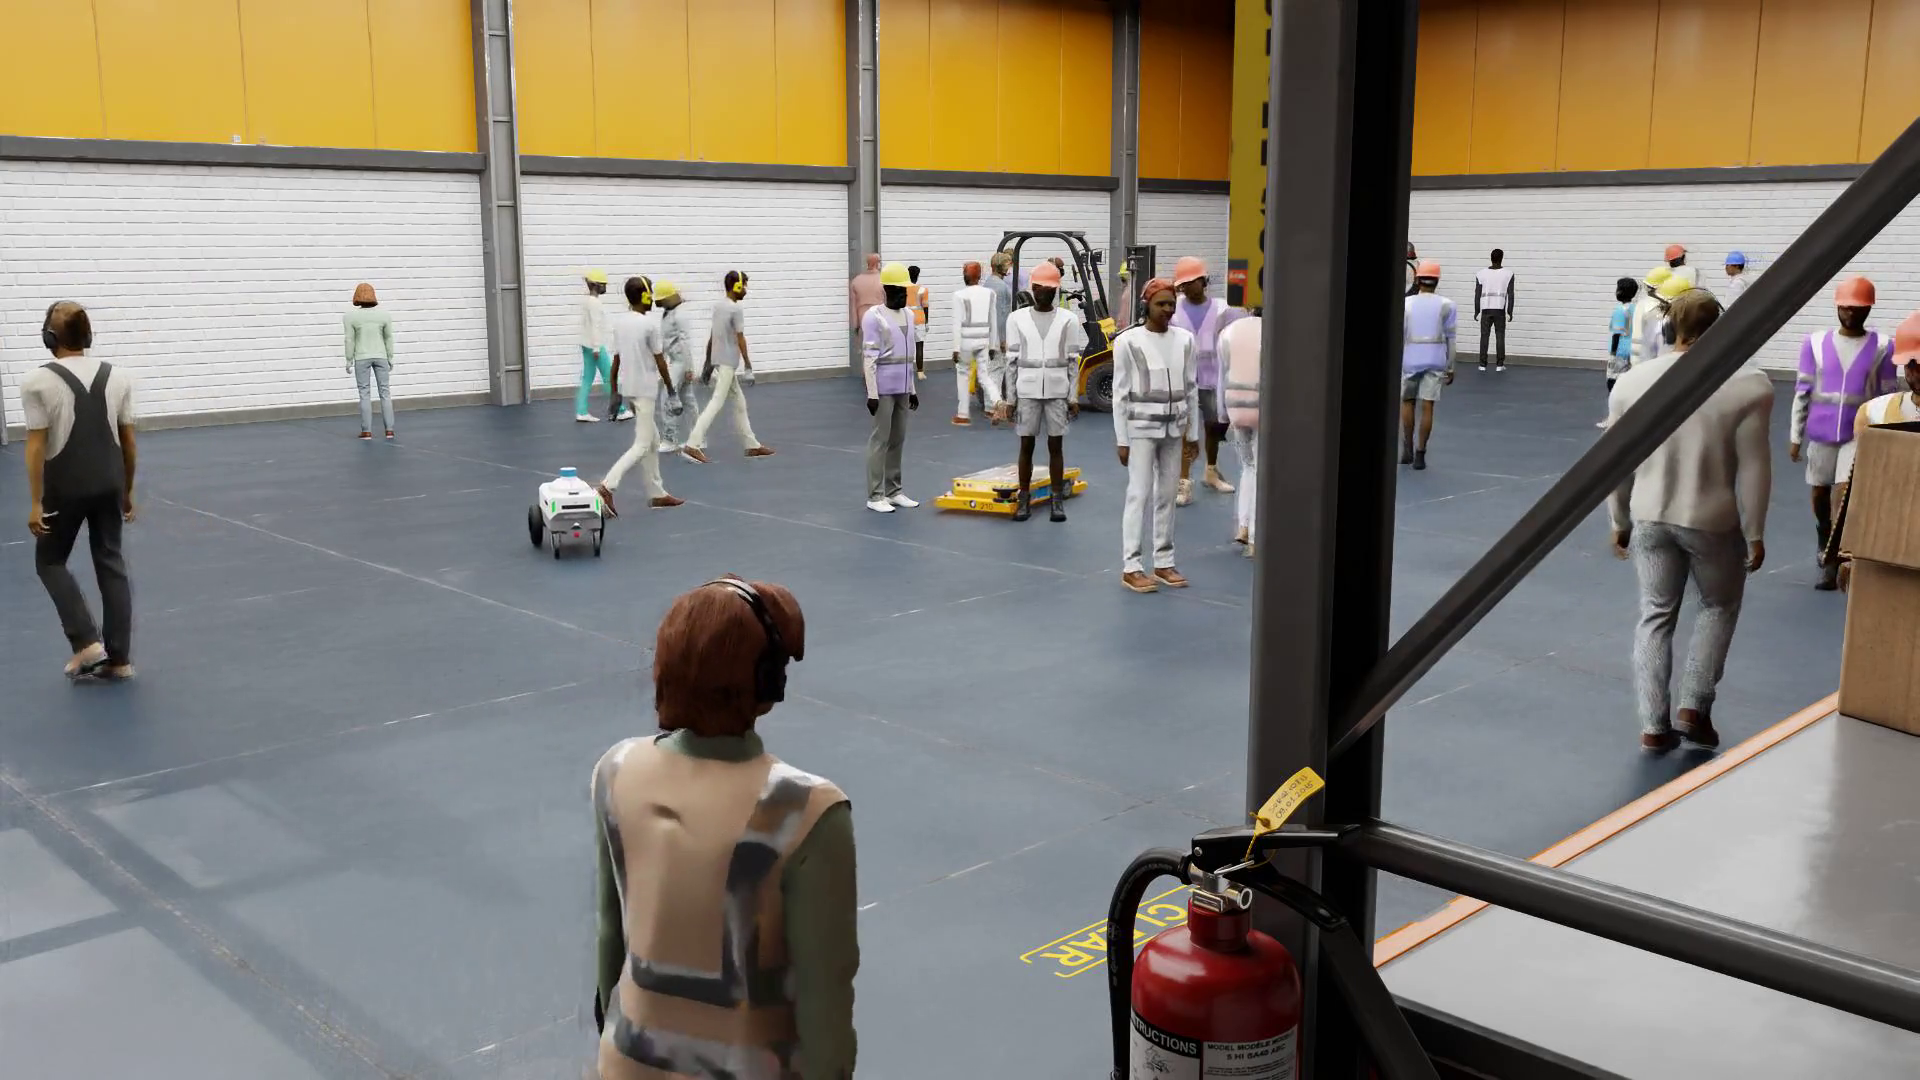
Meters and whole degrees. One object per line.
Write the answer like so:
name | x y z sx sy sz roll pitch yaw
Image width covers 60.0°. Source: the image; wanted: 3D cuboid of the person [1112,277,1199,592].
person | 1.184 -0.633 10.039 0.576 1.882 0.380 -5 12 -27

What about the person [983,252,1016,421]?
person | 0.442 -2.342 19.191 0.359 1.938 0.635 -2 11 -11

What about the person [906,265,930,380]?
person | -0.701 -3.211 24.619 0.530 1.689 0.321 4 11 20

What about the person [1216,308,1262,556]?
person | 2.045 -0.803 11.119 0.652 1.823 0.523 10 14 43

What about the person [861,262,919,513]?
person | -0.512 -1.182 12.898 0.384 1.924 0.593 7 12 34

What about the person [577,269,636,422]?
person | -4.066 -2.207 18.984 0.731 1.733 0.550 -5 11 -25

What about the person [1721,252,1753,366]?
person | 10.026 -2.807 21.810 0.957 1.900 0.644 5 11 24

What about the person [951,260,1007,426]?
person | 0.185 -2.163 18.448 0.580 1.867 0.728 -7 12 -33

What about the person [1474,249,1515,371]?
person | 8.433 -3.630 26.275 0.595 1.917 0.373 4 11 20

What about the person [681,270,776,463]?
person | -2.225 -1.643 15.749 1.008 1.816 0.581 -6 12 -32

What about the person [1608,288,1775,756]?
person | 2.973 -0.065 6.822 0.644 1.919 0.463 8 13 36

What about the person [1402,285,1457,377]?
person | 7.021 -3.233 25.012 0.871 1.582 0.521 4 11 20

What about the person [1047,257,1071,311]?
person | 1.236 -2.782 21.857 0.429 1.845 0.621 -2 11 -9

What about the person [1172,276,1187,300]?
person | 2.787 -2.570 21.282 0.376 1.636 0.534 5 12 26

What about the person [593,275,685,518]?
person | -2.502 -1.106 12.743 0.506 1.842 0.881 10 14 43

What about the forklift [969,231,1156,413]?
forklift | 1.222 -2.721 20.561 2.313 2.155 1.214 2 11 13

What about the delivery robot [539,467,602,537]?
delivery robot | -2.653 -0.249 11.301 0.477 0.478 0.707 -4 11 -20

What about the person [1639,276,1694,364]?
person | 5.319 -1.059 12.533 0.403 1.822 0.617 2 11 10

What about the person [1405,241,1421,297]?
person | 7.357 -3.936 27.605 0.688 2.000 0.536 -8 13 -39

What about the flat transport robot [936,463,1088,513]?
flat transport robot | 0.438 -0.430 13.317 0.652 0.197 1.431 6 12 28

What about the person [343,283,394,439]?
person | -6.201 -1.875 17.476 0.498 1.634 0.283 -6 12 -31

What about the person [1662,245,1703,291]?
person | 10.411 -3.247 24.004 0.688 1.995 0.473 -2 11 -11

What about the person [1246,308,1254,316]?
person | 5.313 -4.199 29.176 0.612 1.991 0.392 -1 10 -5

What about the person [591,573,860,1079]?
person | -0.421 0.874 2.537 0.529 1.622 0.550 7 12 32

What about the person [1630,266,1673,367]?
person | 6.645 -1.693 15.941 0.404 1.835 0.586 1 10 4

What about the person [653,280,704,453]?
person | -2.843 -1.713 16.431 0.683 1.689 0.613 -4 11 -21

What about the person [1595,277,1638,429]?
person | 7.315 -2.032 18.195 0.539 1.683 0.540 9 14 41

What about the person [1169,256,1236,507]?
person | 1.934 -1.289 13.397 0.676 1.978 1.011 1 10 6

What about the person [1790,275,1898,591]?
person | 5.448 -0.683 10.262 0.552 1.907 0.914 7 13 35

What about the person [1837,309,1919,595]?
person | 3.586 0.073 6.229 0.585 1.854 1.086 9 13 39

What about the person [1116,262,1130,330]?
person | 2.307 -3.046 23.550 0.550 1.752 0.537 0 10 0

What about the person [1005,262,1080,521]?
person | 0.612 -1.097 12.419 0.568 1.934 0.360 0 10 -1

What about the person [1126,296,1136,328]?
person | 2.335 -2.857 22.587 0.882 1.732 0.529 0 10 1

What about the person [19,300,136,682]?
person | -4.175 -0.216 7.900 0.435 1.827 0.553 8 13 37

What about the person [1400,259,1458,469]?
person | 4.295 -1.628 15.370 0.564 1.904 0.789 3 11 16

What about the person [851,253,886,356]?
person | -1.203 -3.002 22.927 0.692 1.900 0.600 5 11 24

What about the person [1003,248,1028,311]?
person | 0.774 -3.543 25.742 0.372 1.940 0.627 -10 14 -43
